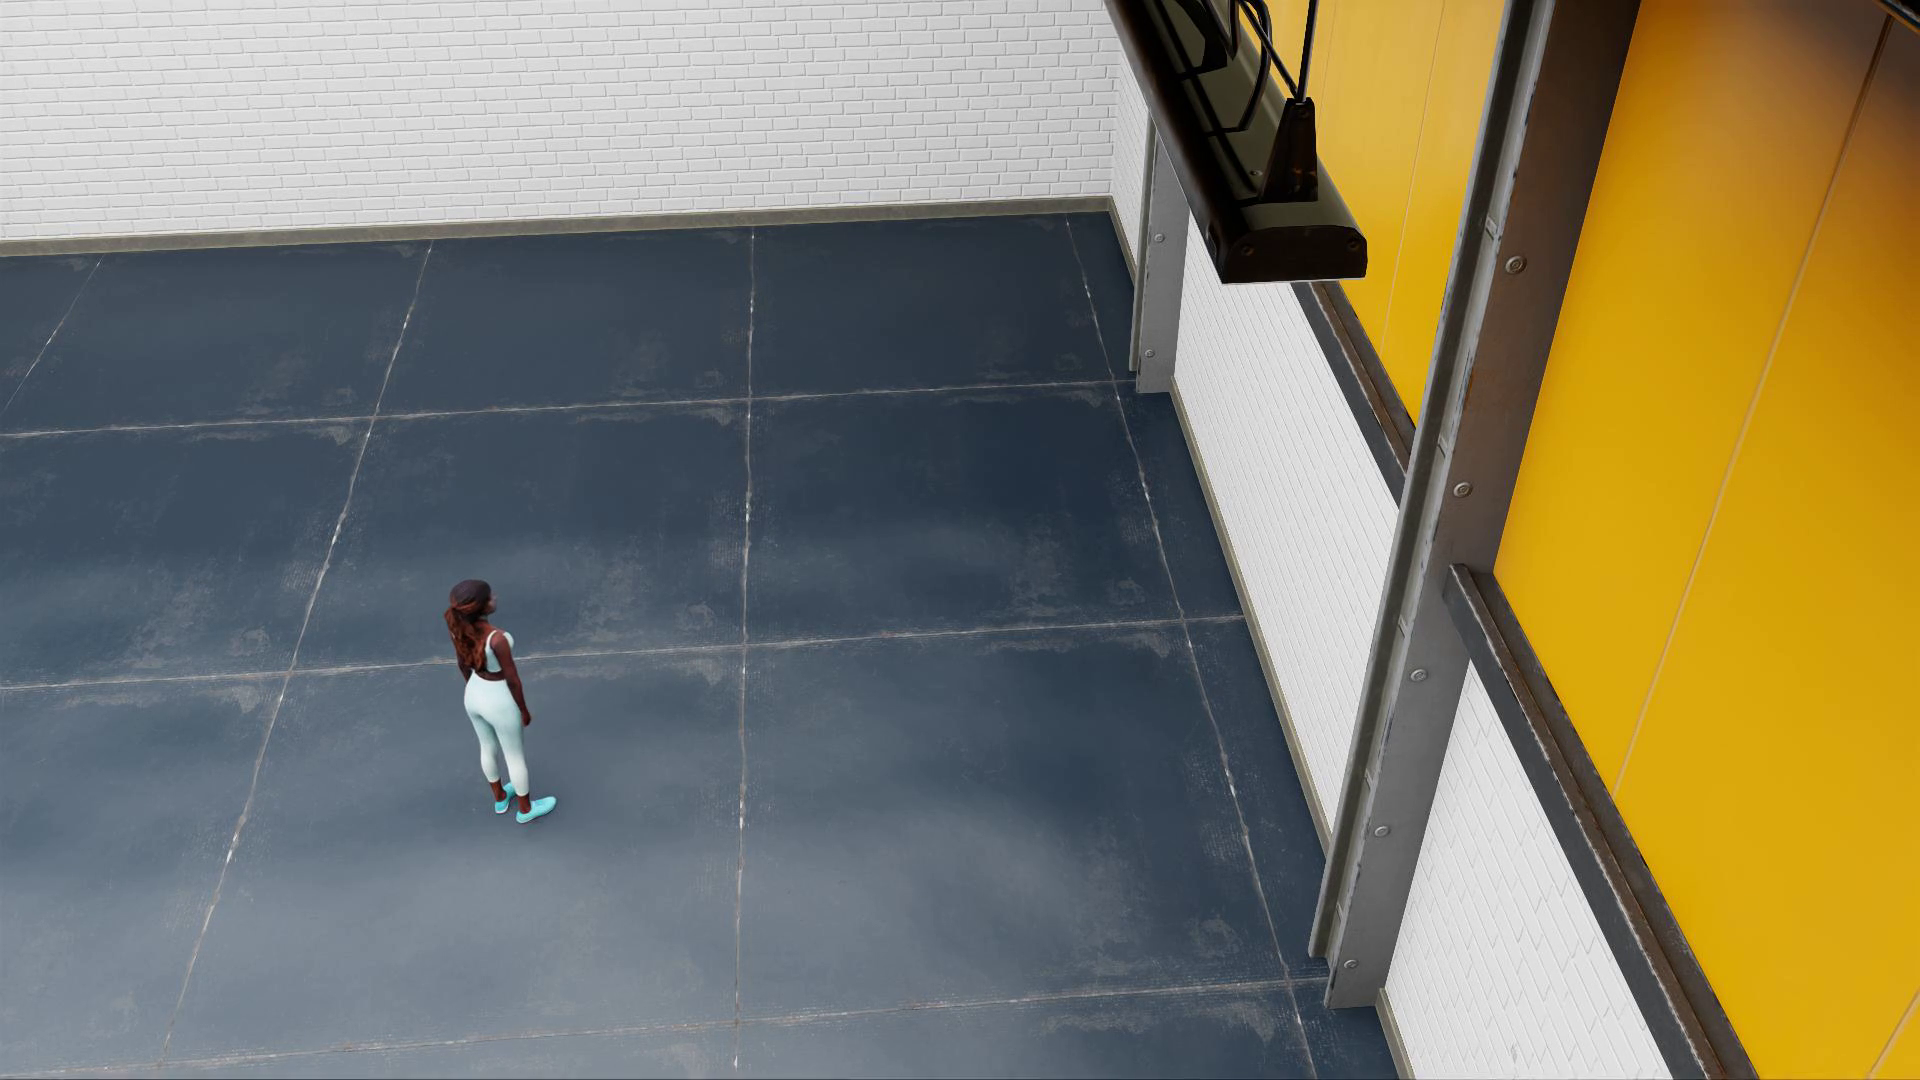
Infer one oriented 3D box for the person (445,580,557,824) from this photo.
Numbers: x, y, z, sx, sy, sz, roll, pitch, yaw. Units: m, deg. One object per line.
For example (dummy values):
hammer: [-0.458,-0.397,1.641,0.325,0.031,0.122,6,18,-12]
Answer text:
person: [-2.679,0.931,9.566,0.651,1.726,0.681,19,42,22]
